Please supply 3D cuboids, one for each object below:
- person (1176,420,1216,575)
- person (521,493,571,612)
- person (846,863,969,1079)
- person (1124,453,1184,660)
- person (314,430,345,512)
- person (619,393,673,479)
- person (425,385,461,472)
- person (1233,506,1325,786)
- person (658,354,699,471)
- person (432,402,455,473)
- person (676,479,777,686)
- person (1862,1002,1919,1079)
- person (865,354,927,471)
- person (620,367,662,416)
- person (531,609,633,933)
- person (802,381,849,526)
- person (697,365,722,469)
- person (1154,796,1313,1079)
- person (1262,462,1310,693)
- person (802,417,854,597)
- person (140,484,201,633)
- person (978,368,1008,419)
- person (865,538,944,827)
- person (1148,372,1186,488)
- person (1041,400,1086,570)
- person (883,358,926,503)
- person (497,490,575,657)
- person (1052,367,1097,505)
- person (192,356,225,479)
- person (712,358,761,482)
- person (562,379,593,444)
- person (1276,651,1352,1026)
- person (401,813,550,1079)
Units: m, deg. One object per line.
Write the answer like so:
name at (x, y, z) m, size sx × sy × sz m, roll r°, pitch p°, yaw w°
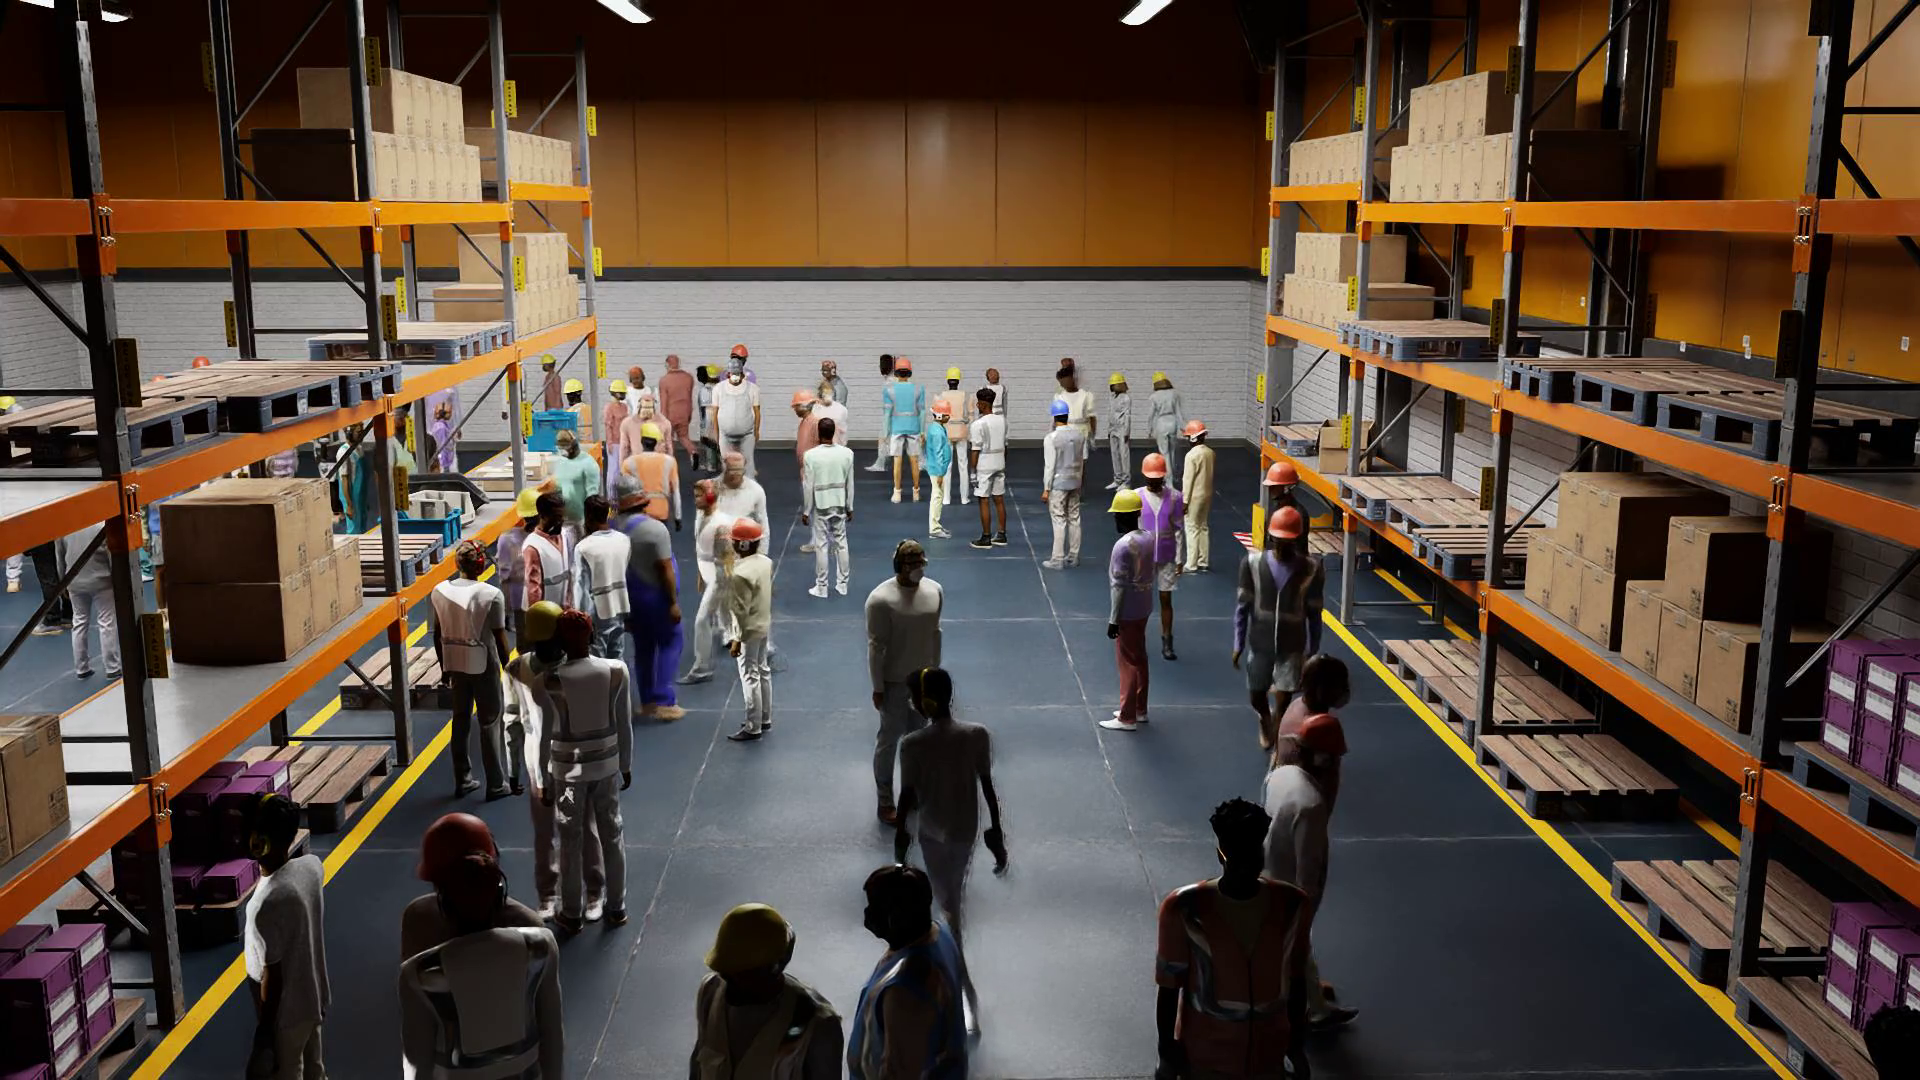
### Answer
person at (2.664, -0.485, 18.822) m, size 0.355 × 1.737 × 0.578 m, roll 9°, pitch 14°, yaw 37°
person at (-3.257, 0.562, 13.154) m, size 0.398 × 1.909 × 0.607 m, roll 2°, pitch 11°, yaw 9°
person at (-0.187, 2.035, 5.970) m, size 0.431 × 1.836 × 0.618 m, roll 1°, pitch 11°, yaw 6°
person at (1.768, 0.153, 15.167) m, size 0.550 × 1.925 × 0.391 m, roll 0°, pitch 11°, yaw -2°
person at (-8.545, -1.197, 22.412) m, size 0.320 × 1.738 × 0.483 m, roll 4°, pitch 12°, yaw 17°
person at (-3.908, -0.919, 20.700) m, size 0.662 × 1.867 × 0.828 m, roll -2°, pitch 12°, yaw -12°
person at (-7.615, -1.682, 24.319) m, size 0.626 × 1.946 × 0.411 m, roll -4°, pitch 12°, yaw -18°
person at (2.312, 0.725, 12.056) m, size 0.633 × 2.026 × 0.771 m, roll 3°, pitch 12°, yaw 16°
person at (-4.364, -1.925, 25.644) m, size 0.650 × 1.878 × 0.692 m, roll -11°, pitch 15°, yaw -43°
person at (-6.686, -0.975, 21.555) m, size 0.321 × 1.631 × 0.522 m, roll -4°, pitch 12°, yaw -18°
person at (-2.049, 0.343, 14.485) m, size 0.909 × 1.810 × 0.578 m, roll -4°, pitch 12°, yaw -20°
person at (2.574, 2.225, 4.671) m, size 0.367 × 1.963 × 0.606 m, roll 9°, pitch 15°, yaw 39°
person at (-0.972, -1.993, 26.082) m, size 0.951 × 1.871 × 0.609 m, roll -2°, pitch 11°, yaw -10°
person at (-4.550, -1.549, 23.879) m, size 0.617 × 1.846 × 0.749 m, roll -4°, pitch 12°, yaw -18°
person at (-2.140, 1.311, 9.472) m, size 0.575 × 1.880 × 0.359 m, roll -6°, pitch 13°, yaw -28°
person at (-1.748, -1.129, 21.709) m, size 0.639 × 1.887 × 1.039 m, roll -3°, pitch 12°, yaw -16°
person at (-3.904, -1.911, 26.113) m, size 0.502 × 1.685 × 0.547 m, roll 1°, pitch 11°, yaw 6°
person at (1.031, 1.906, 6.262) m, size 0.616 × 1.964 × 0.361 m, roll -2°, pitch 11°, yaw -9°
person at (2.751, 0.317, 14.200) m, size 0.414 × 1.987 × 0.607 m, roll -3°, pitch 12°, yaw -16°
person at (-1.395, -0.347, 17.679) m, size 0.597 × 1.917 × 0.379 m, roll -7°, pitch 13°, yaw -30°
person at (-7.678, -0.108, 16.211) m, size 0.602 × 2.035 × 0.404 m, roll -8°, pitch 14°, yaw -34°
person at (0.515, -1.861, 25.975) m, size 0.514 × 1.641 × 0.308 m, roll -6°, pitch 13°, yaw -28°
person at (-0.353, 0.935, 11.199) m, size 0.628 × 1.939 × 0.375 m, roll -10°, pitch 15°, yaw -41°
person at (3.042, -1.652, 24.769) m, size 0.553 × 1.687 × 0.769 m, roll -3°, pitch 12°, yaw -15°
person at (1.170, -0.631, 19.044) m, size 0.605 × 1.943 × 0.402 m, roll -10°, pitch 15°, yaw -40°
person at (-0.785, -1.531, 23.331) m, size 0.605 × 2.033 × 0.395 m, roll -2°, pitch 11°, yaw -9°
person at (-3.394, 0.522, 13.388) m, size 0.599 × 1.896 × 0.605 m, roll -5°, pitch 12°, yaw -22°
person at (1.591, -1.444, 23.199) m, size 0.639 × 1.932 × 0.372 m, roll 2°, pitch 12°, yaw 11°
person at (-10.884, -1.651, 24.015) m, size 0.622 × 1.996 × 0.370 m, roll -8°, pitch 14°, yaw -36°
person at (-3.160, -1.570, 23.504) m, size 0.681 × 2.000 × 0.535 m, roll -1°, pitch 11°, yaw -5°
person at (-4.969, -1.136, 21.658) m, size 0.395 × 1.913 × 0.592 m, roll 2°, pitch 12°, yaw 11°
person at (1.758, 1.490, 8.436) m, size 0.376 × 1.928 × 0.643 m, roll 2°, pitch 12°, yaw 11°
person at (-1.768, 1.934, 6.085) m, size 0.617 × 1.984 × 0.408 m, roll 4°, pitch 12°, yaw 17°
